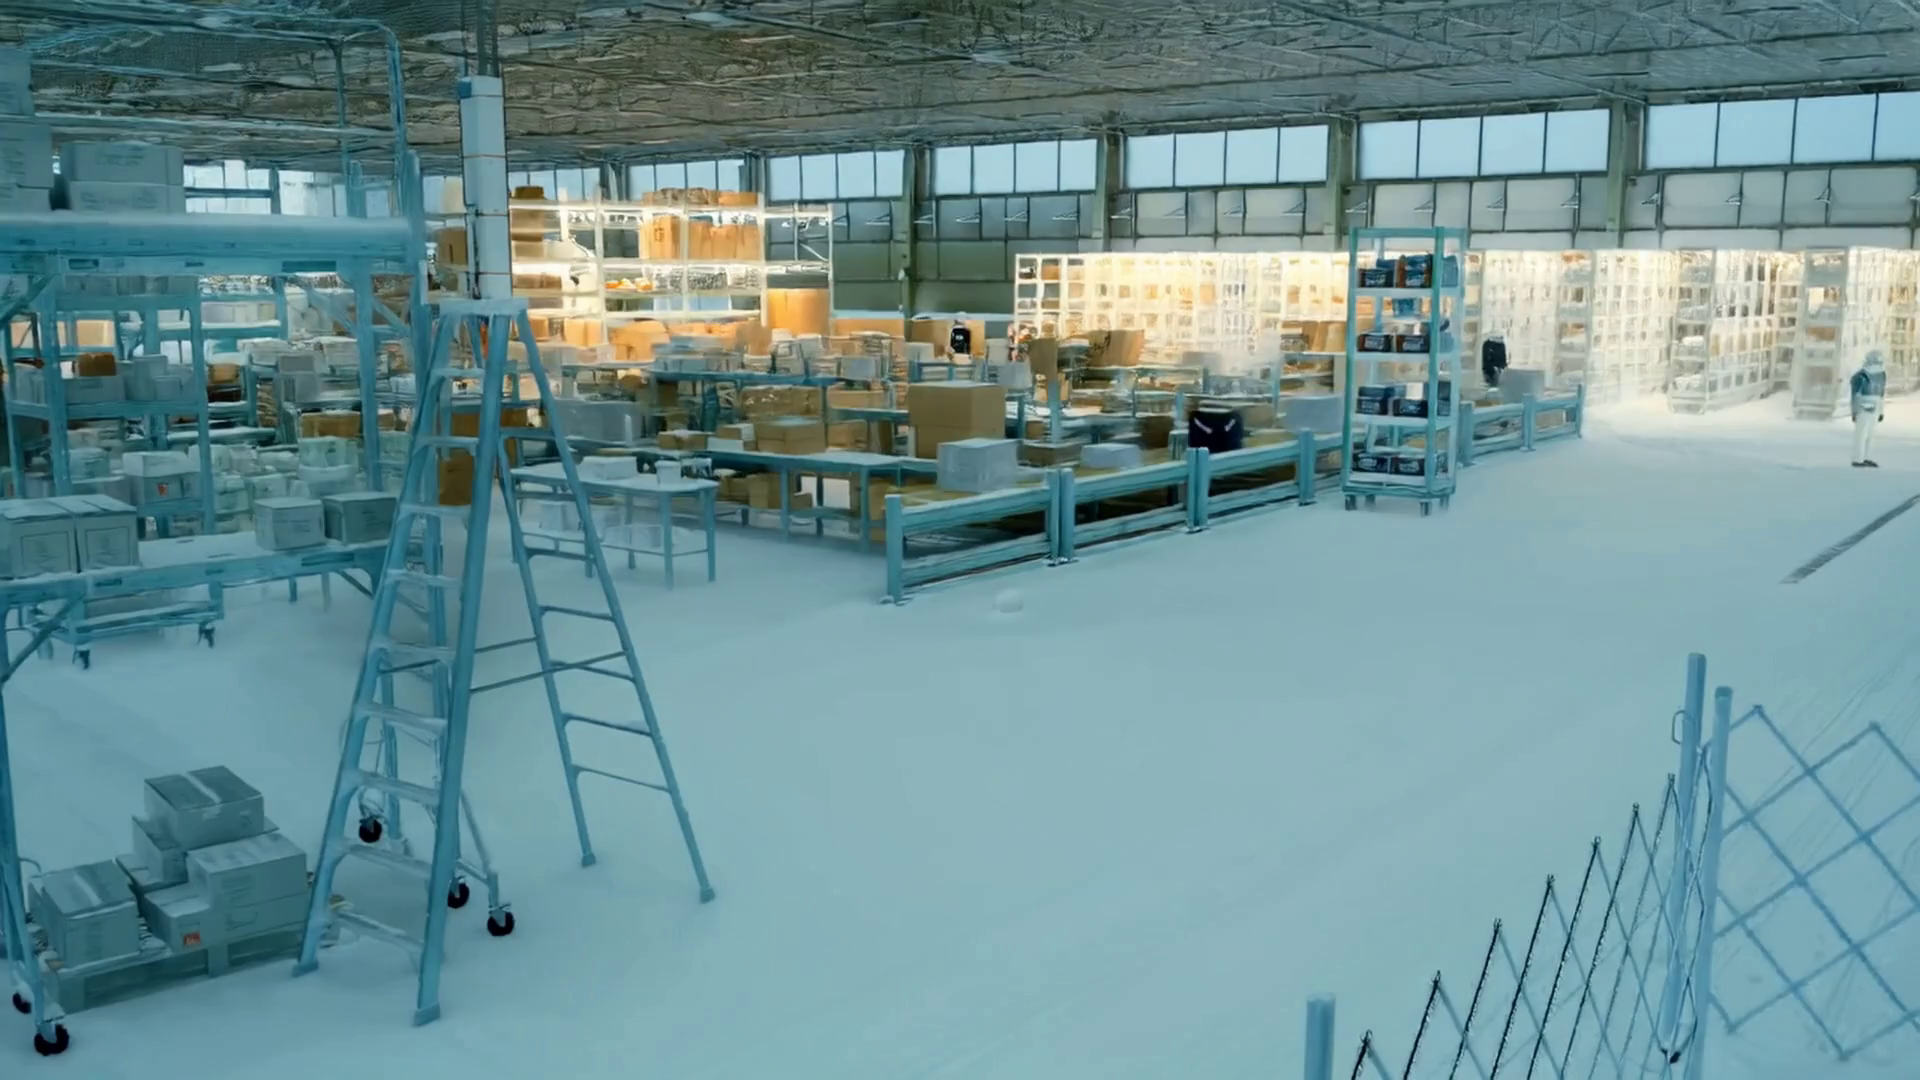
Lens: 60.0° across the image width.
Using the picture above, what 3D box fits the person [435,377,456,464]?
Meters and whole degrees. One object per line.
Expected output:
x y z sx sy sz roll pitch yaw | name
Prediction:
-8.327 -2.105 26.629 0.302 1.772 0.527 7 11 37 | person

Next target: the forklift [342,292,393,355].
-16.485 -5.622 45.120 1.129 2.768 1.873 7 11 37 | forklift

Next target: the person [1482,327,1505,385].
11.297 -3.532 35.123 0.639 1.903 0.407 -7 11 -37 | person

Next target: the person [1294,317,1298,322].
10.273 -6.058 50.597 0.387 1.992 0.626 7 11 36 | person

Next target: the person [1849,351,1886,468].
14.193 -2.029 25.961 0.600 1.827 0.404 -3 10 -20 | person

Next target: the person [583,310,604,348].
-11.155 -6.024 50.631 0.624 1.925 0.391 -1 9 -5 | person

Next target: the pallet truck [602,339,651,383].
-8.991 -4.871 45.351 0.653 1.274 1.630 7 11 37 | pallet truck

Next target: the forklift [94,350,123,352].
-31.495 -8.410 62.522 1.129 2.768 1.873 7 11 37 | forklift

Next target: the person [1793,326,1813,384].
20.621 -4.382 40.646 0.444 1.830 0.558 5 11 30 | person

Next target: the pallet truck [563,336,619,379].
-10.690 -5.294 48.215 1.601 1.201 0.680 -5 10 -26 | pallet truck
